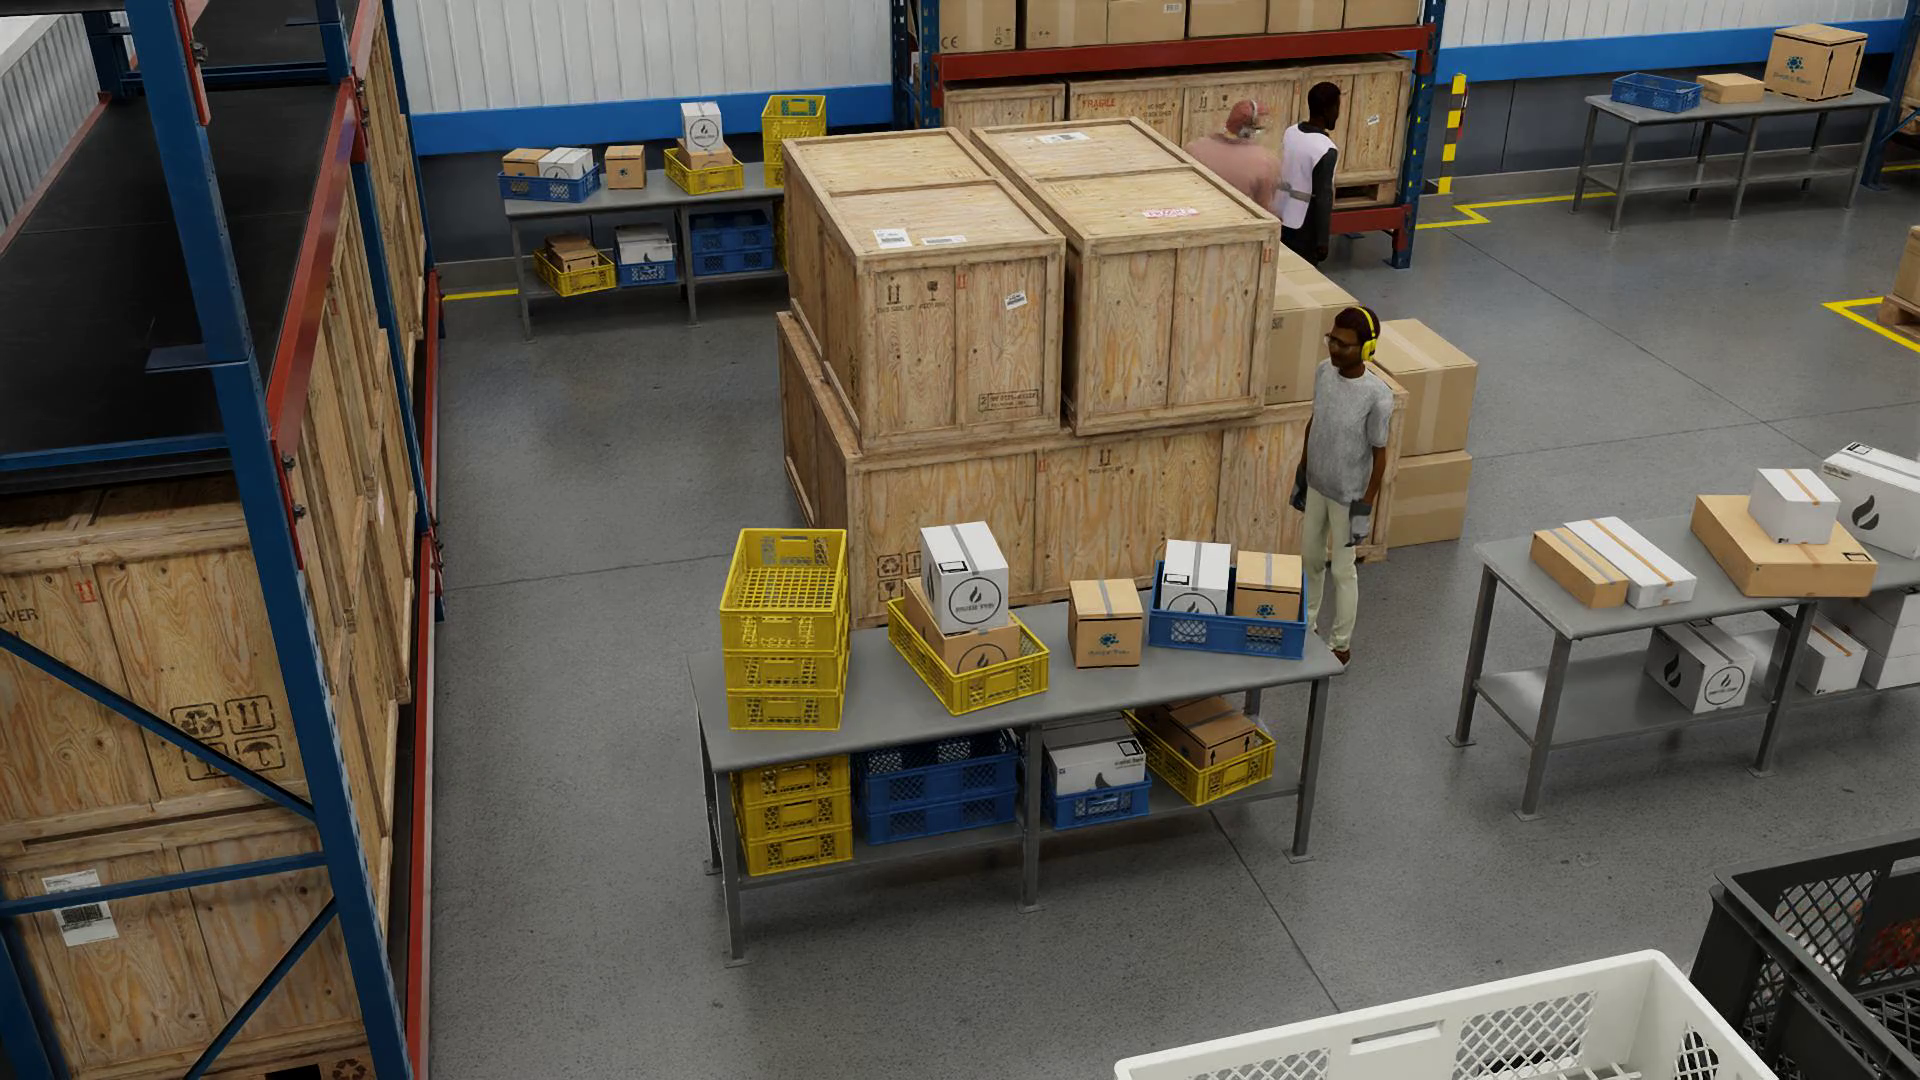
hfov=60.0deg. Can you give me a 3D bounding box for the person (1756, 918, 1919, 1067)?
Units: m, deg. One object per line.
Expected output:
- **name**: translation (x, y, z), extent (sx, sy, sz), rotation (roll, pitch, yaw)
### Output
- **person**: translation (2.273, 1.655, 4.440), extent (0.769, 1.866, 0.600), rotation (-14, 32, -24)

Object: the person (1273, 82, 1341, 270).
- **person**: translation (2.324, -2.144, 11.299), extent (0.389, 1.911, 0.591), rotation (-9, 30, -15)

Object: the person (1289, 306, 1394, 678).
- **person**: translation (1.753, -0.220, 7.838), extent (0.328, 1.876, 0.513), rotation (-17, 33, -28)

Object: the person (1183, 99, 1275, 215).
- **person**: translation (1.730, -2.010, 11.091), extent (0.671, 1.868, 0.405), rotation (9, 30, 16)
